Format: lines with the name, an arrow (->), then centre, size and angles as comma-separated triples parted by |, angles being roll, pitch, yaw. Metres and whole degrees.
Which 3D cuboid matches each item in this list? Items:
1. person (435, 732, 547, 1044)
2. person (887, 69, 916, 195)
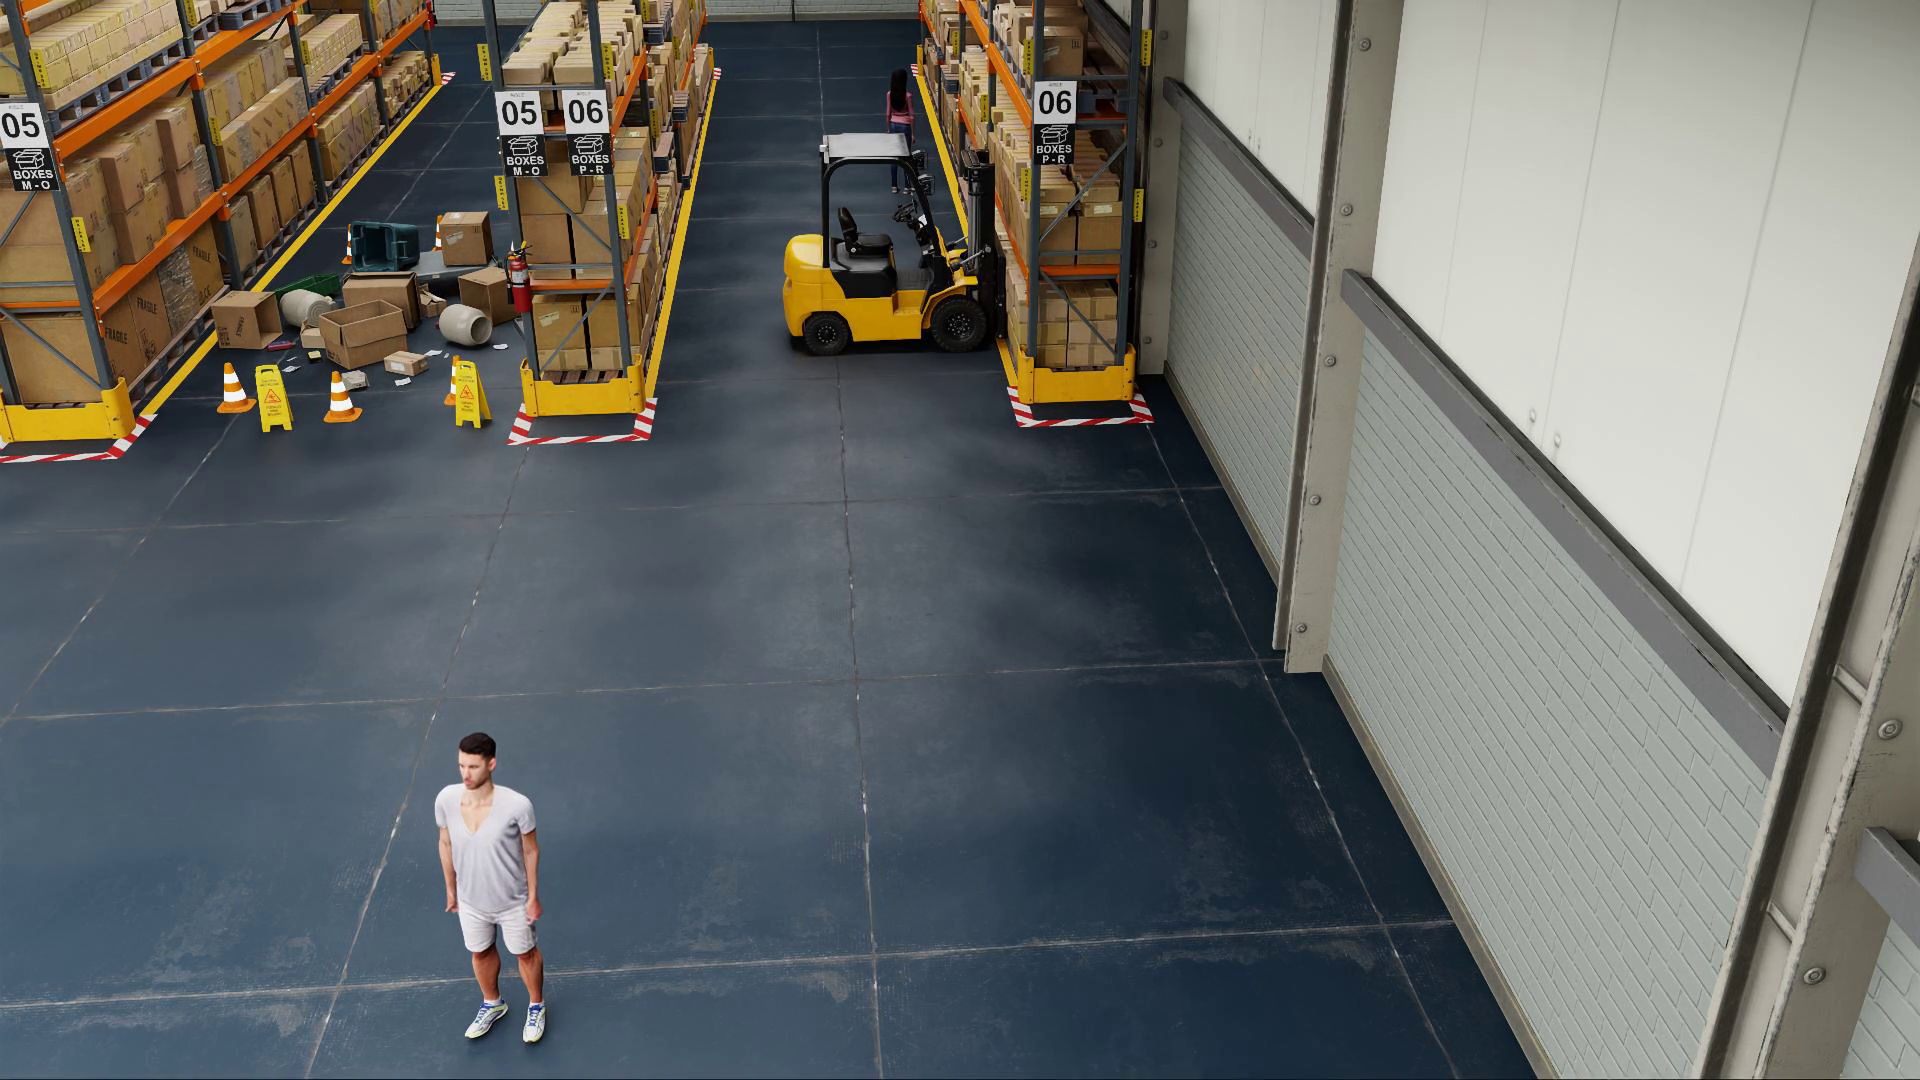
person -> -2.423, 1.800, 8.666 | 0.722, 1.856, 0.644 | 3, 27, 6
person -> -0.848, -5.792, 23.533 | 0.637, 1.742, 0.639 | 10, 29, 19
